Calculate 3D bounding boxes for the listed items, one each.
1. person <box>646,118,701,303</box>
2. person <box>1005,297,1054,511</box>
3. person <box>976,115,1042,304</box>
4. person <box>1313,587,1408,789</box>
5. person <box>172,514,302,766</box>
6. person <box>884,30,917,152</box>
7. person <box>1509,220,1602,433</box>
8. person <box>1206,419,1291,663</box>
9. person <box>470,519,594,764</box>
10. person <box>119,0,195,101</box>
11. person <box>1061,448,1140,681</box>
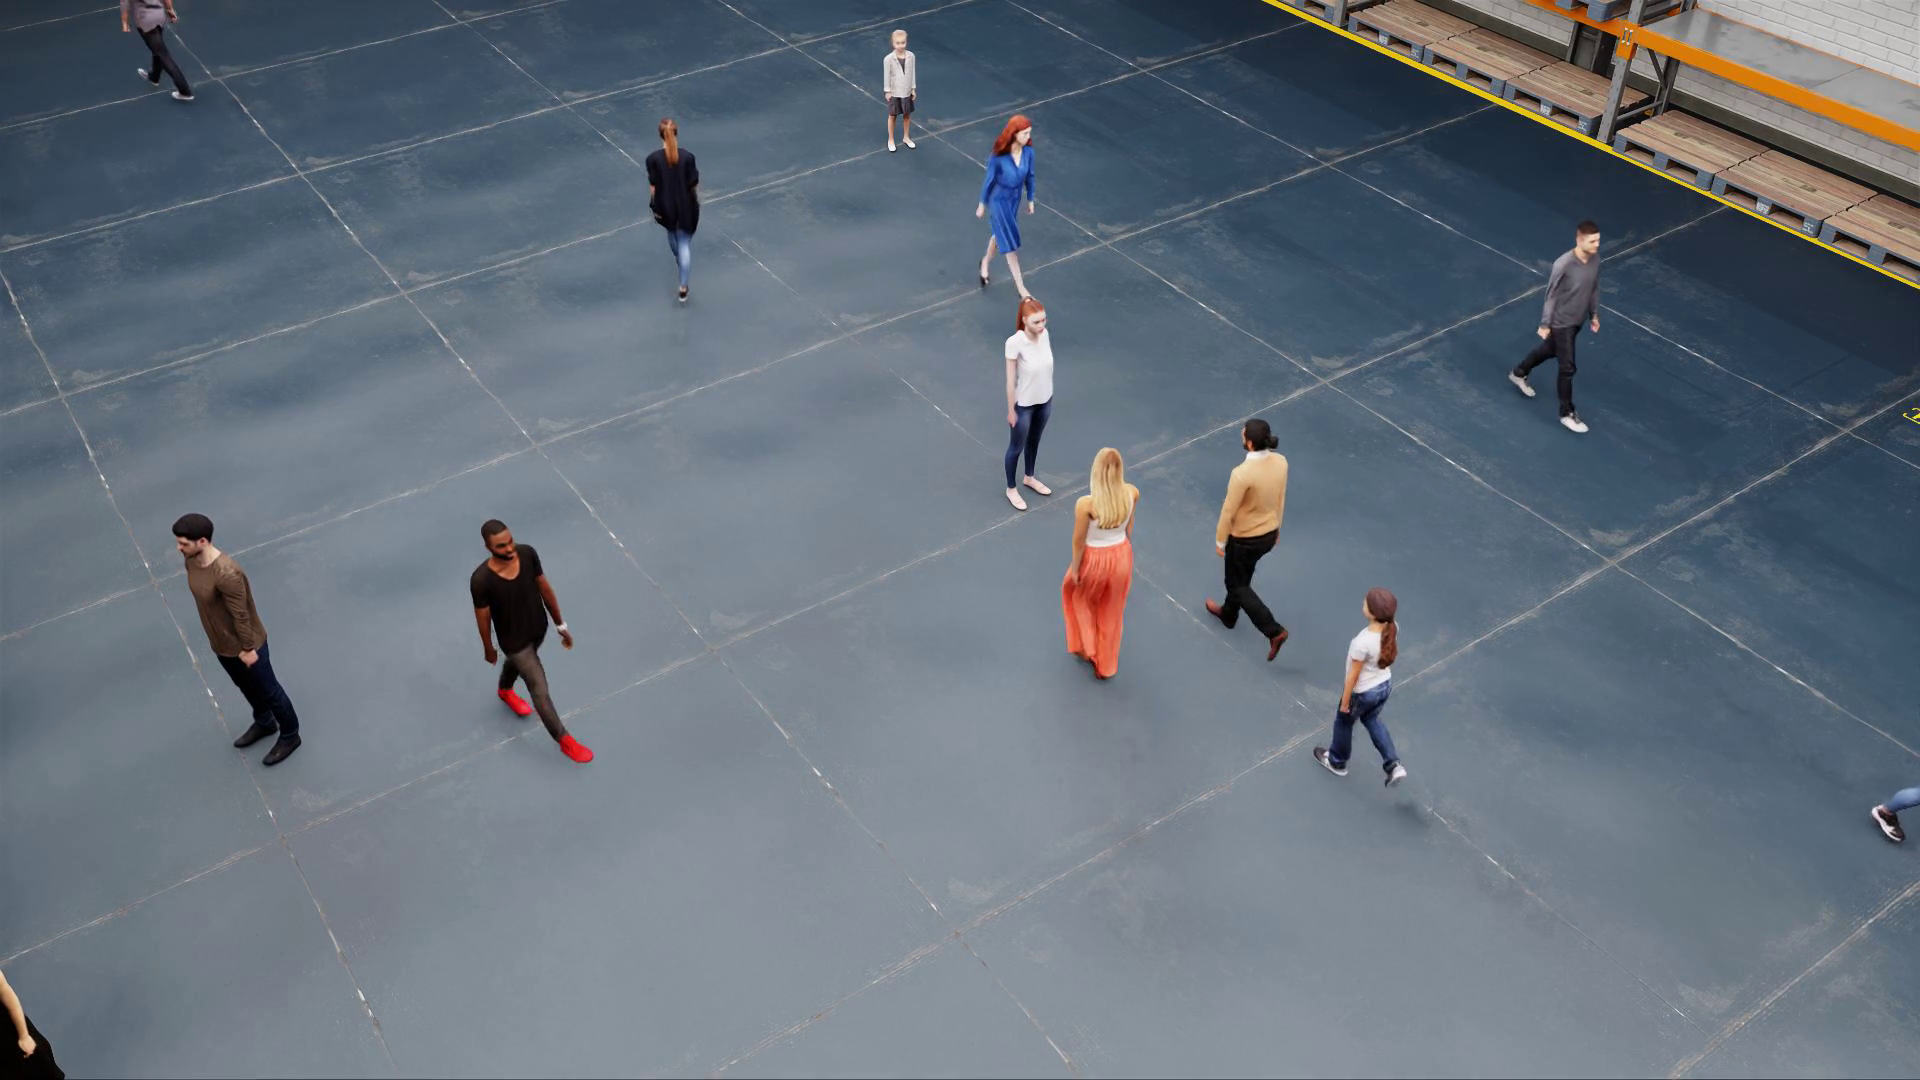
[{"bbox_3d":[-2.544,-2.928,14.955,0.964,1.632,1.198,-5,39,-7],"label":"person"},{"bbox_3d":[0.514,-1.046,12.513,0.596,1.739,0.564,-30,47,-32],"label":"person"},{"bbox_3d":[0.344,-2.988,14.928,0.673,1.759,1.115,-20,43,-23],"label":"person"},{"bbox_3d":[2.542,0.933,10.187,0.536,1.549,0.857,-23,44,-27],"label":"person"},{"bbox_3d":[-4.502,0.589,10.347,0.646,1.888,0.787,23,44,26],"label":"person"},{"bbox_3d":[-0.630,-4.747,17.519,0.556,1.275,0.583,-13,40,-16],"label":"person"},{"bbox_3d":[4.858,-1.813,13.486,0.605,1.723,1.107,-23,44,-26],"label":"person"},{"bbox_3d":[2.010,0.010,11.197,0.709,1.731,1.038,-29,47,-31],"label":"person"},{"bbox_3d":[-2.830,0.549,10.504,1.294,1.754,0.936,24,44,27],"label":"person"},{"bbox_3d":[-8.844,-5.716,18.301,1.230,1.814,1.066,15,41,18],"label":"person"},{"bbox_3d":[0.979,0.227,10.882,0.773,1.786,0.902,-10,40,-13],"label":"person"}]
